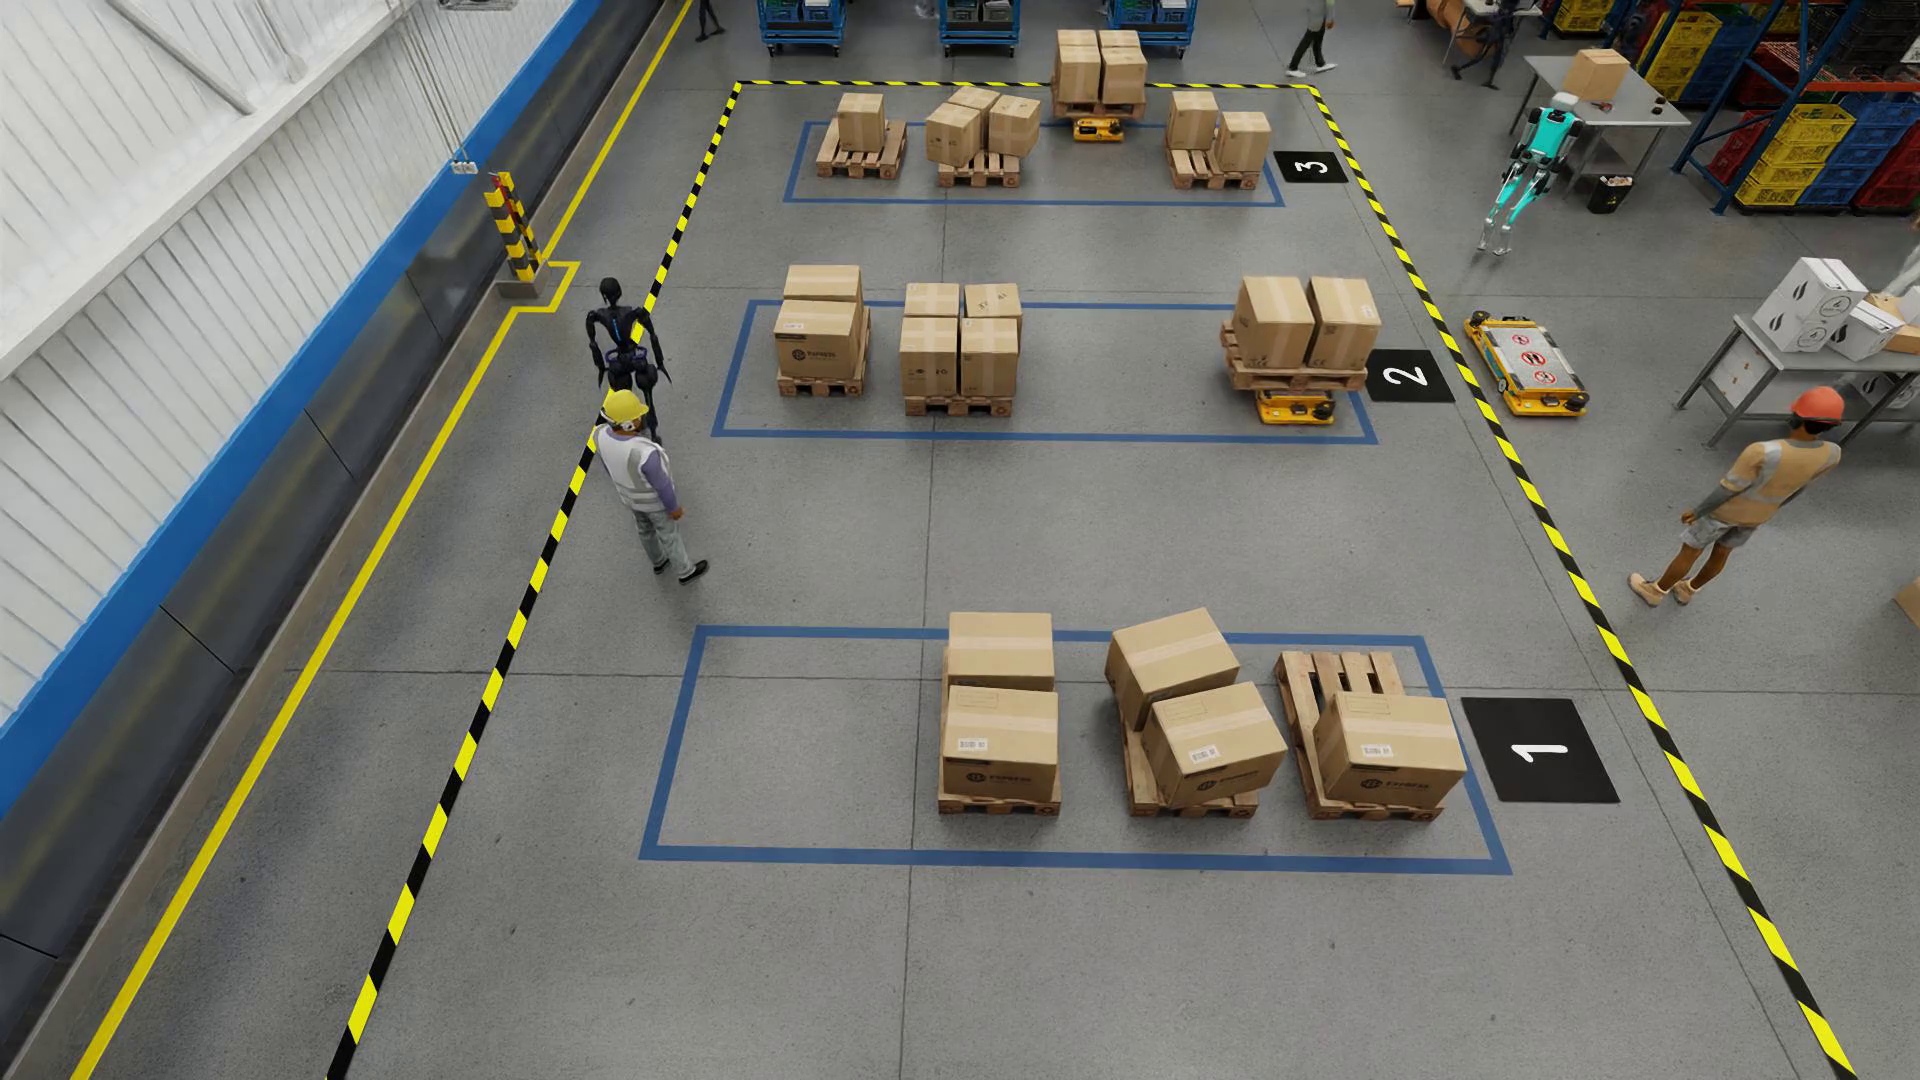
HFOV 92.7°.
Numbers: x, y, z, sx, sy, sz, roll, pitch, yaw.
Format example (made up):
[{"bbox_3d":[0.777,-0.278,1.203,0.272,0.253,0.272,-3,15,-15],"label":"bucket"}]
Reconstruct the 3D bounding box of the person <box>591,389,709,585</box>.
[{"bbox_3d":[-2.314,-0.360,6.817,0.590,1.822,0.404,25,54,20],"label":"person"}]

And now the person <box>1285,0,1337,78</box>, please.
[{"bbox_3d":[5.219,-7.514,13.006,0.776,1.822,0.616,3,49,3],"label":"person"}]

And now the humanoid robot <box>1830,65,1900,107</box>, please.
[{"bbox_3d":[11.443,-5.808,11.619,0.315,1.657,0.599,-25,54,-20],"label":"humanoid robot"}]

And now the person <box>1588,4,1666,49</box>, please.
[{"bbox_3d":[10.302,-8.128,13.428,1.032,1.995,0.625,6,49,6],"label":"person"}]

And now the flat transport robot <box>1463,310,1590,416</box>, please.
[{"bbox_3d":[5.573,-1.757,9.054,0.659,0.231,1.431,1,49,1],"label":"flat transport robot"}]

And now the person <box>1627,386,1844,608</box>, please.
[{"bbox_3d":[5.563,-0.246,6.582,0.605,2.032,0.398,0,49,0],"label":"person"}]

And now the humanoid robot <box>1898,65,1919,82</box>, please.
[{"bbox_3d":[13.403,-7.092,12.612,0.533,1.677,0.735,26,54,21],"label":"humanoid robot"}]

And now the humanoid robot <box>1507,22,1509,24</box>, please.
[{"bbox_3d":[8.731,-8.835,14.255,0.616,1.642,0.418,-7,50,-6],"label":"humanoid robot"}]

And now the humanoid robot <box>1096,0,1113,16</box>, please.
[{"bbox_3d":[2.426,-9.220,14.610,0.550,1.865,0.852,-31,56,-24],"label":"humanoid robot"}]

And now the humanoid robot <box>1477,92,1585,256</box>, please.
[{"bbox_3d":[5.987,-3.822,9.783,0.735,1.673,0.533,-36,58,-27],"label":"humanoid robot"}]

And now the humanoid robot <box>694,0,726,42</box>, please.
[{"bbox_3d":[-3.977,-8.557,14.011,0.601,1.640,0.610,-27,54,-21],"label":"humanoid robot"}]

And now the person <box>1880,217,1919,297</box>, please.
[{"bbox_3d":[10.154,-3.216,9.298,0.899,1.808,0.588,-16,51,-13],"label":"person"}]

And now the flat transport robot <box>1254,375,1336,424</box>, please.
[{"bbox_3d":[3.170,-1.676,8.966,0.652,0.197,1.431,1,49,1],"label":"flat transport robot"}]

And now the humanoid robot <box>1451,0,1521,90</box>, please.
[{"bbox_3d":[7.587,-7.277,12.922,0.602,1.636,0.727,-36,58,-27],"label":"humanoid robot"}]

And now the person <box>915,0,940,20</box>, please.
[{"bbox_3d":[-0.445,-9.149,14.485,0.411,1.733,0.495,0,49,0],"label":"person"}]

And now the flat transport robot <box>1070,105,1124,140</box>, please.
[{"bbox_3d":[1.867,-5.953,12.668,0.652,0.197,1.431,1,49,1],"label":"flat transport robot"}]

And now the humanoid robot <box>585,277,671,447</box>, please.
[{"bbox_3d":[-2.858,-1.528,7.939,0.614,1.628,0.671,-9,50,-8],"label":"humanoid robot"}]

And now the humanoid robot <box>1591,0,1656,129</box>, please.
[{"bbox_3d":[8.639,-6.289,12.049,0.340,1.640,0.605,31,56,24],"label":"humanoid robot"}]

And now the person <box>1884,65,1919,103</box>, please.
[{"bbox_3d":[13.203,-6.899,12.462,0.534,1.845,0.745,-15,51,-13],"label":"person"}]
